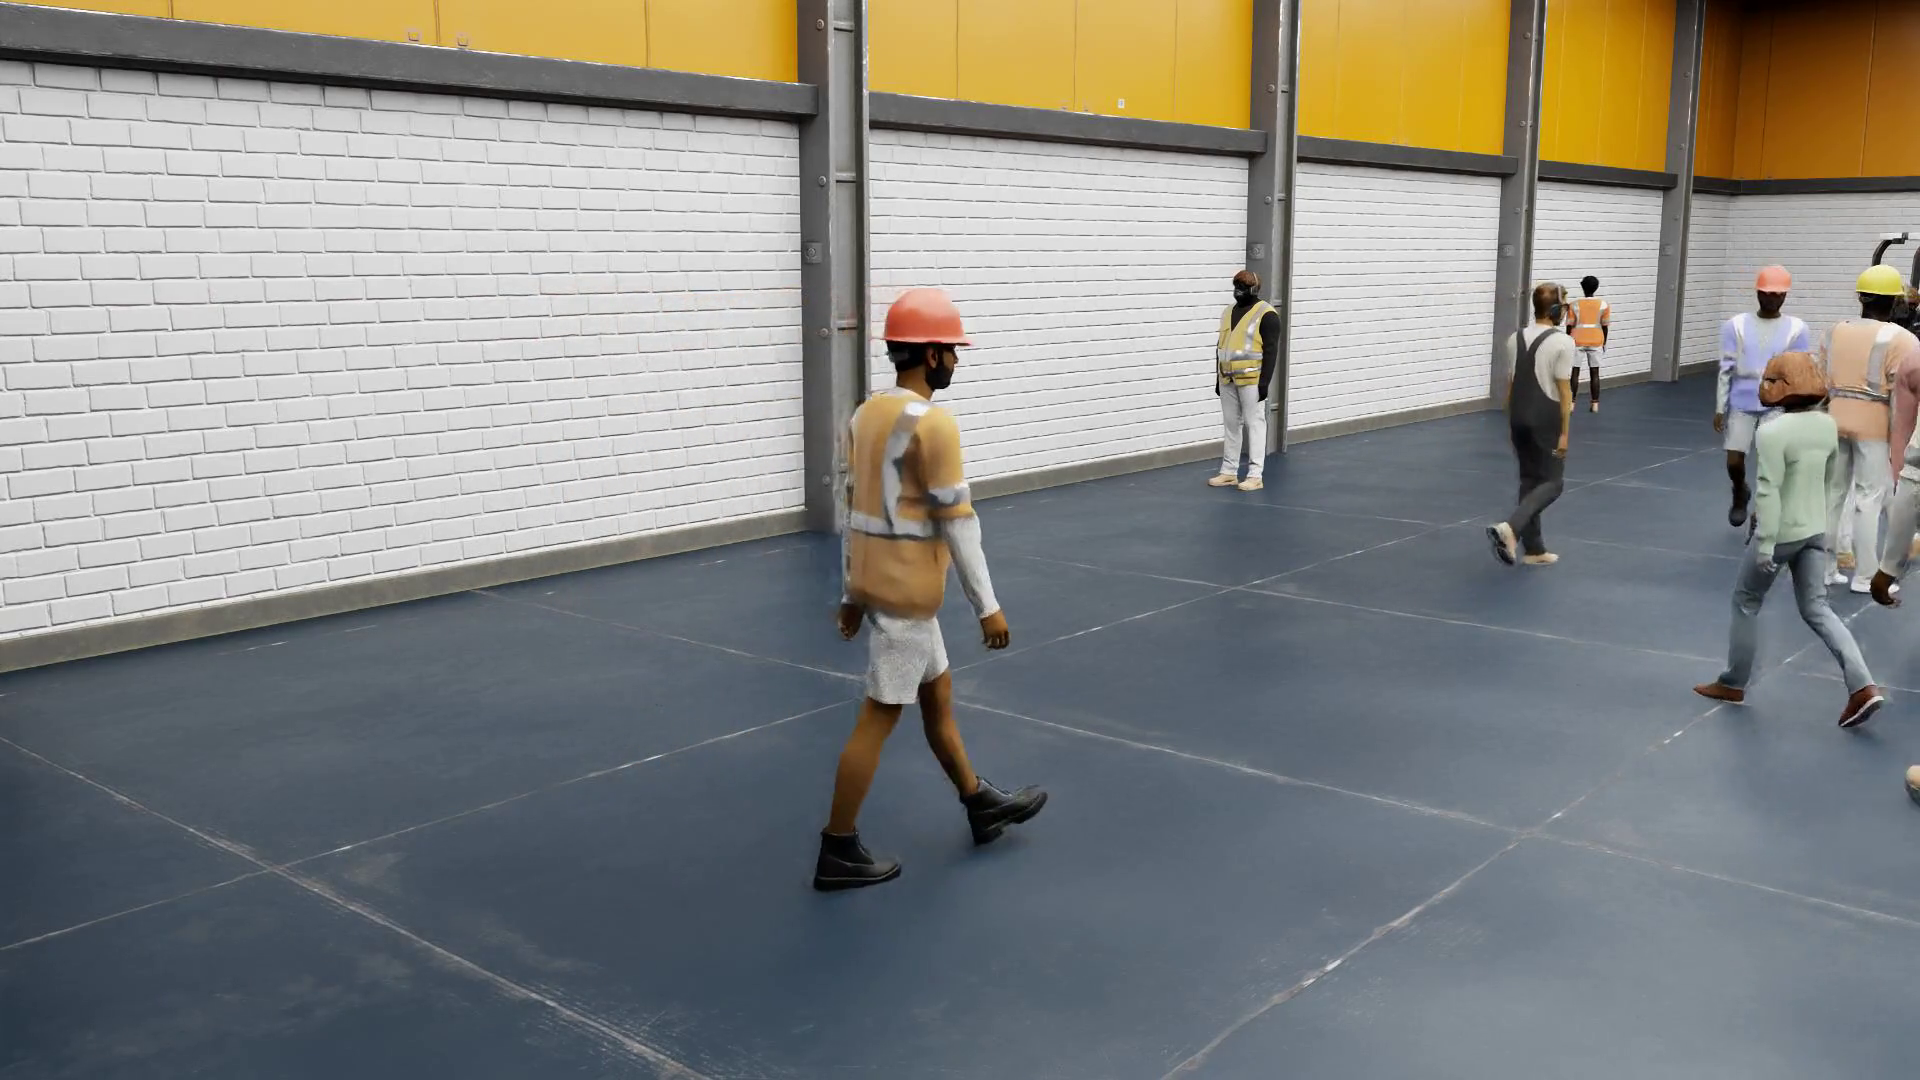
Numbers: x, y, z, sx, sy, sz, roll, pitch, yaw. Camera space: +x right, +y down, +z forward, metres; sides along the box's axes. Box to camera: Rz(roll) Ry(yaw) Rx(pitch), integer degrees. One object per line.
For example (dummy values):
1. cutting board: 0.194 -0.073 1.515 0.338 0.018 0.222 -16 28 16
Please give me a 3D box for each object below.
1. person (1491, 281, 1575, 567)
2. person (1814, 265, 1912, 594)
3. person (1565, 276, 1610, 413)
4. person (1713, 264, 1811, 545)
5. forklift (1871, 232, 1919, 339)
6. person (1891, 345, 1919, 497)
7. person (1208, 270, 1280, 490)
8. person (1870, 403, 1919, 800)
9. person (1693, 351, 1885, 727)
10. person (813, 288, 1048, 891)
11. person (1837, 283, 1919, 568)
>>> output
1. person: 3.574 -0.699 10.421 0.644 1.827 0.510 -6 12 -31
2. person: 5.323 -0.648 9.814 0.383 1.928 0.588 -4 11 -22
3. person: 7.744 -2.416 20.564 0.531 1.690 0.321 2 10 12
4. person: 5.516 -0.935 11.468 0.569 1.923 0.590 5 11 27
5. forklift: 9.955 -1.972 16.595 2.313 2.155 1.214 1 10 8
6. person: 4.917 -0.335 8.166 0.795 1.884 0.644 -9 14 -43
7. person: 2.382 -1.345 14.025 0.429 1.846 0.627 -8 12 -37
8. person: 3.458 0.073 5.544 0.631 1.992 1.055 1 10 6
9. person: 3.620 -0.010 7.141 0.517 1.598 0.816 -5 11 -26
10. person: -0.078 0.154 5.333 0.956 1.888 0.560 -4 11 -24
11. person: 5.929 -0.711 10.538 0.925 1.794 0.665 -1 10 -3
